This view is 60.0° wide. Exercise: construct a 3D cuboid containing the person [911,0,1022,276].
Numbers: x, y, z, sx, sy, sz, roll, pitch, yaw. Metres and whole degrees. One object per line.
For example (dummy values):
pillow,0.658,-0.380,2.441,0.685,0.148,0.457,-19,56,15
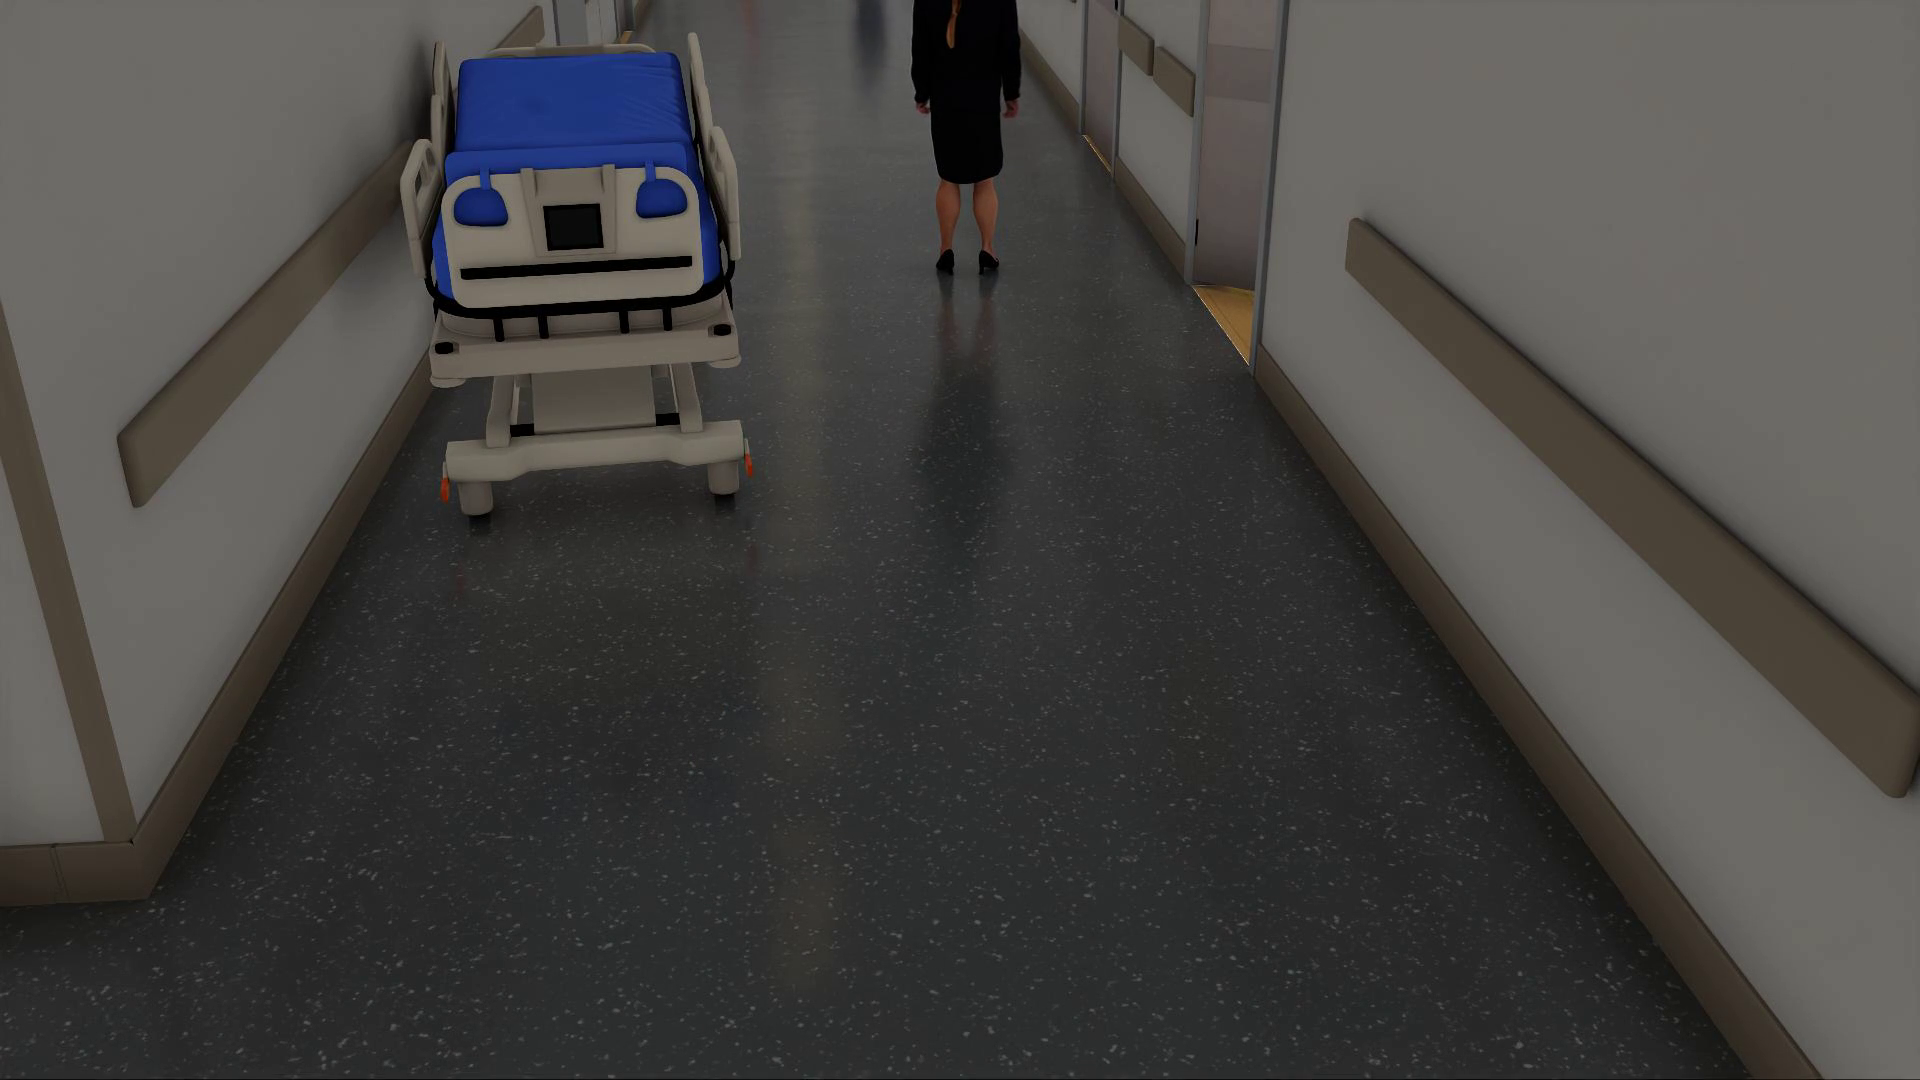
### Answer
person,0.025,-2.130,8.156,0.623,1.671,0.796,2,26,5
